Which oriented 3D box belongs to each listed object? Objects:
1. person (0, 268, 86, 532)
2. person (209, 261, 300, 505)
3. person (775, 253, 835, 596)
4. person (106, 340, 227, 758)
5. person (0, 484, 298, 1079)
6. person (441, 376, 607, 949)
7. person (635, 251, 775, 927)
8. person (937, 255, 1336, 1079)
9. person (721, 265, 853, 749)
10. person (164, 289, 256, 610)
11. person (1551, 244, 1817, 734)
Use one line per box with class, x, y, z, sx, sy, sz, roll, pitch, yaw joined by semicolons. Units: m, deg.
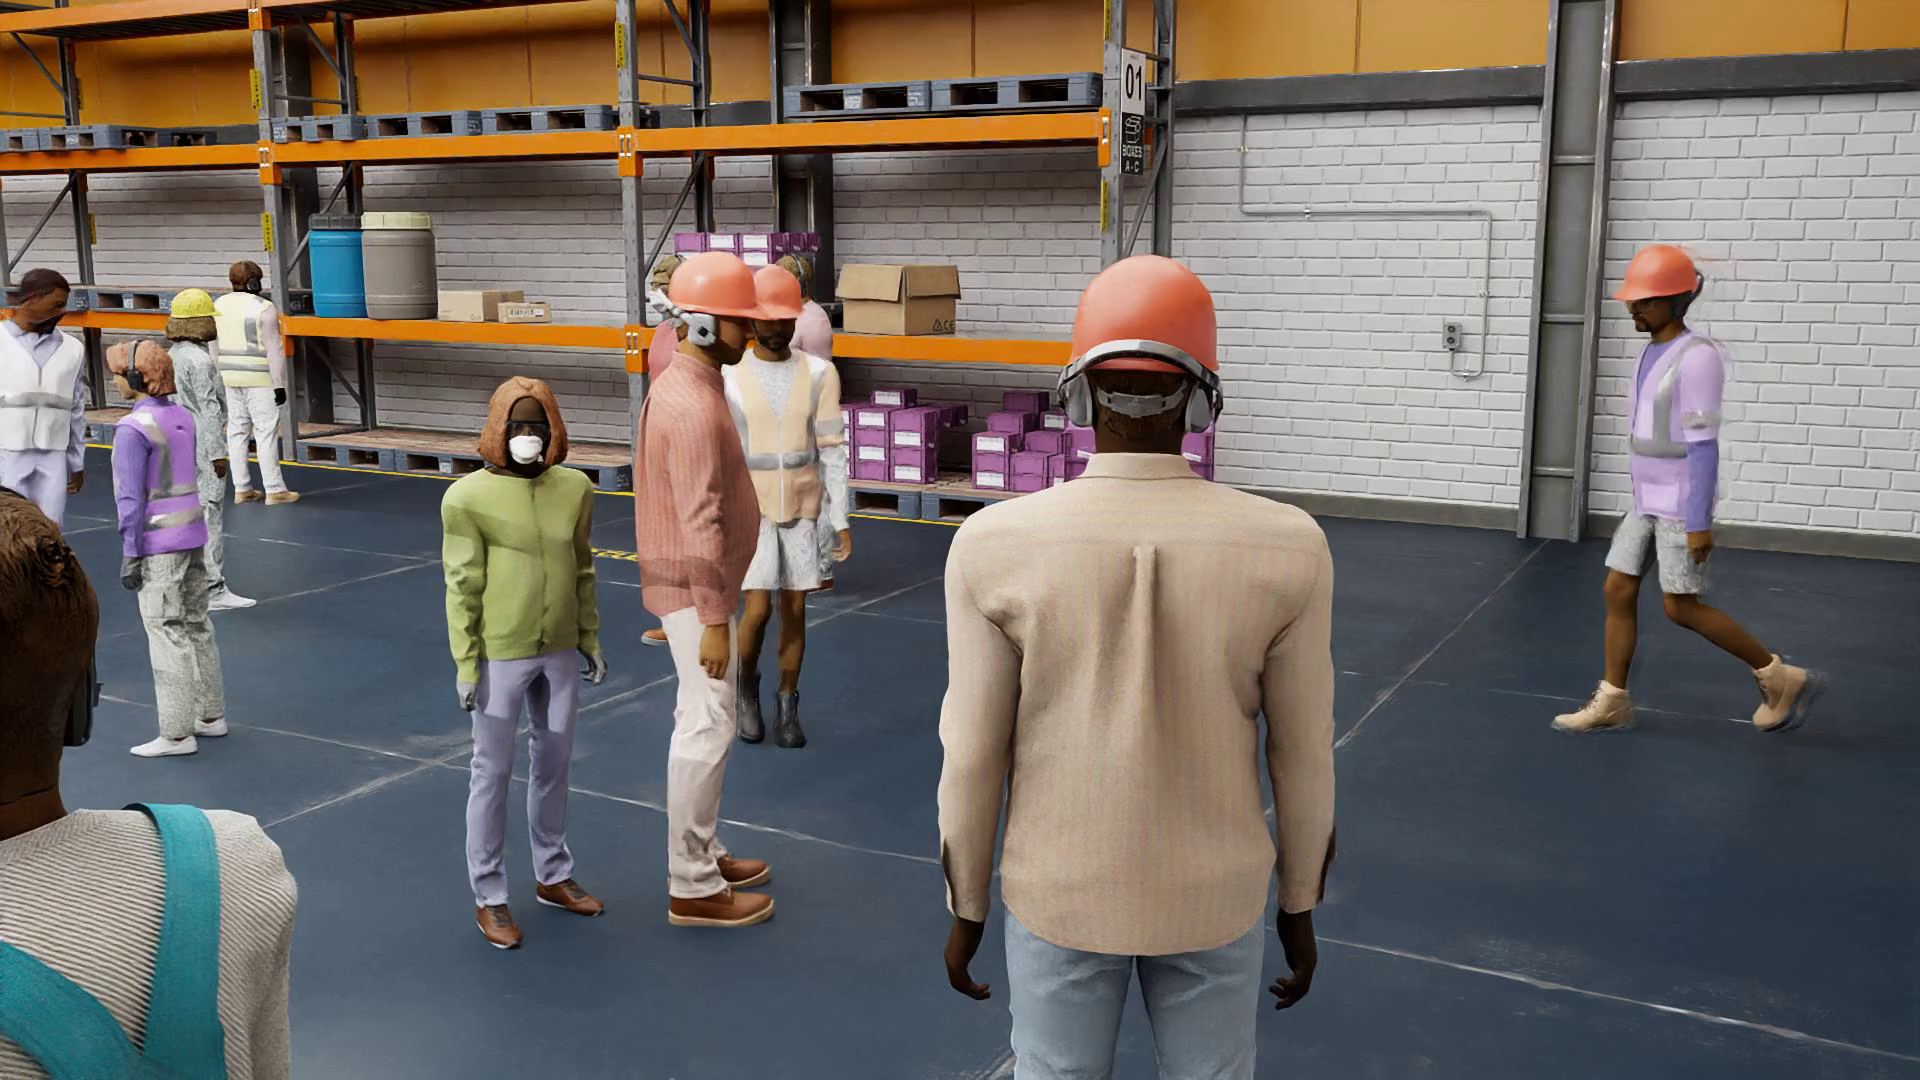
person;-4.665;-0.420;8.350;0.518;1.866;0.655;7;13;35
person;-5.369;-1.187;12.626;0.624;1.844;0.430;4;11;19
person;-0.892;-0.646;9.431;0.364;1.932;0.633;-4;11;-20
person;-3.114;0.034;6.519;0.316;1.629;0.510;0;10;-2
person;-0.761;0.859;1.402;0.345;1.846;0.508;4;11;19
person;-1.247;0.340;4.827;0.287;1.631;0.501;9;14;41
person;-0.741;0.153;4.895;0.405;1.981;0.632;-2;11;-13
person;0.276;0.555;2.653;0.623;1.992;0.397;0;10;0
person;-0.717;-0.105;6.499;0.569;1.914;0.461;-4;11;-21
person;-4.125;-0.490;9.076;0.484;1.744;0.295;10;14;43
person;2.919;-0.168;6.625;0.879;2.006;0.653;0;10;1
